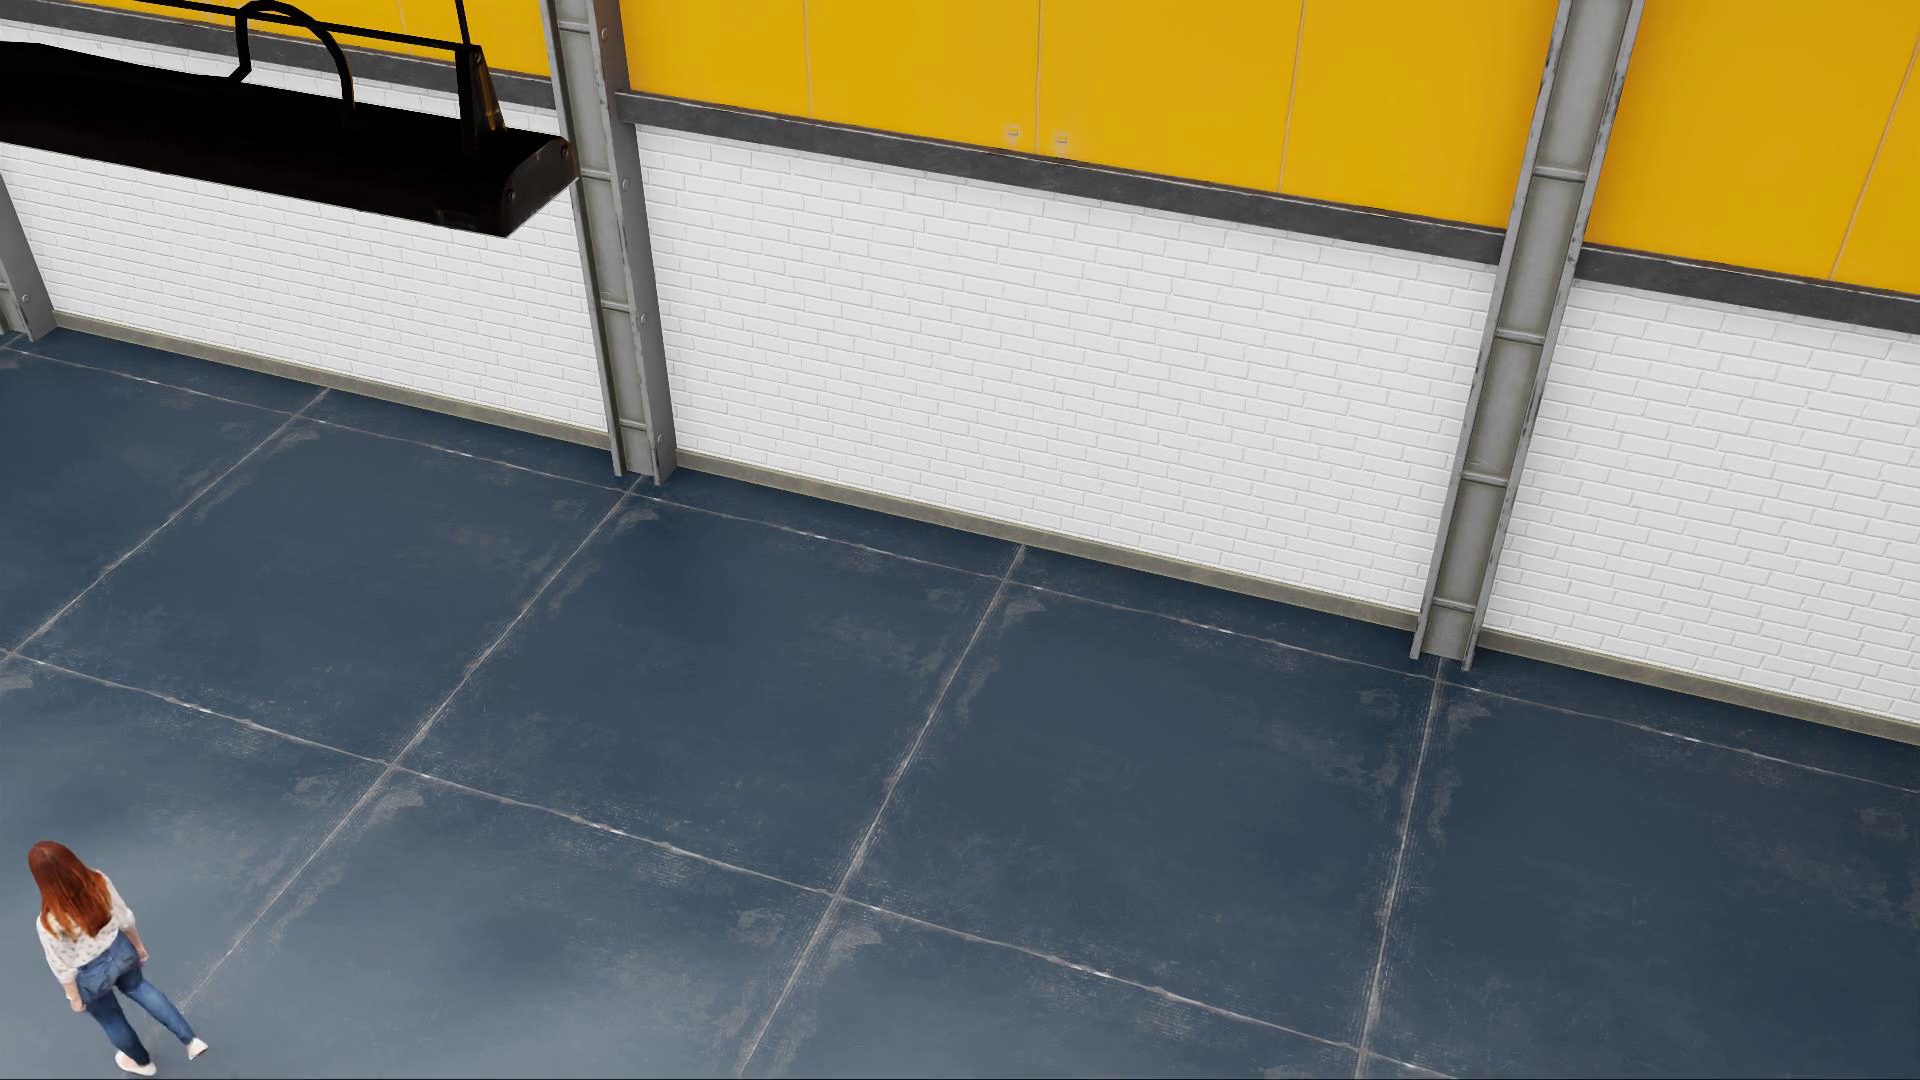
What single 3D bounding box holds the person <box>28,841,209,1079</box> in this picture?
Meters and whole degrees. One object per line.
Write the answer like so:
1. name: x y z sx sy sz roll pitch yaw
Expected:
1. person: -4.100 2.093 8.075 0.811 1.716 0.593 14 41 17
